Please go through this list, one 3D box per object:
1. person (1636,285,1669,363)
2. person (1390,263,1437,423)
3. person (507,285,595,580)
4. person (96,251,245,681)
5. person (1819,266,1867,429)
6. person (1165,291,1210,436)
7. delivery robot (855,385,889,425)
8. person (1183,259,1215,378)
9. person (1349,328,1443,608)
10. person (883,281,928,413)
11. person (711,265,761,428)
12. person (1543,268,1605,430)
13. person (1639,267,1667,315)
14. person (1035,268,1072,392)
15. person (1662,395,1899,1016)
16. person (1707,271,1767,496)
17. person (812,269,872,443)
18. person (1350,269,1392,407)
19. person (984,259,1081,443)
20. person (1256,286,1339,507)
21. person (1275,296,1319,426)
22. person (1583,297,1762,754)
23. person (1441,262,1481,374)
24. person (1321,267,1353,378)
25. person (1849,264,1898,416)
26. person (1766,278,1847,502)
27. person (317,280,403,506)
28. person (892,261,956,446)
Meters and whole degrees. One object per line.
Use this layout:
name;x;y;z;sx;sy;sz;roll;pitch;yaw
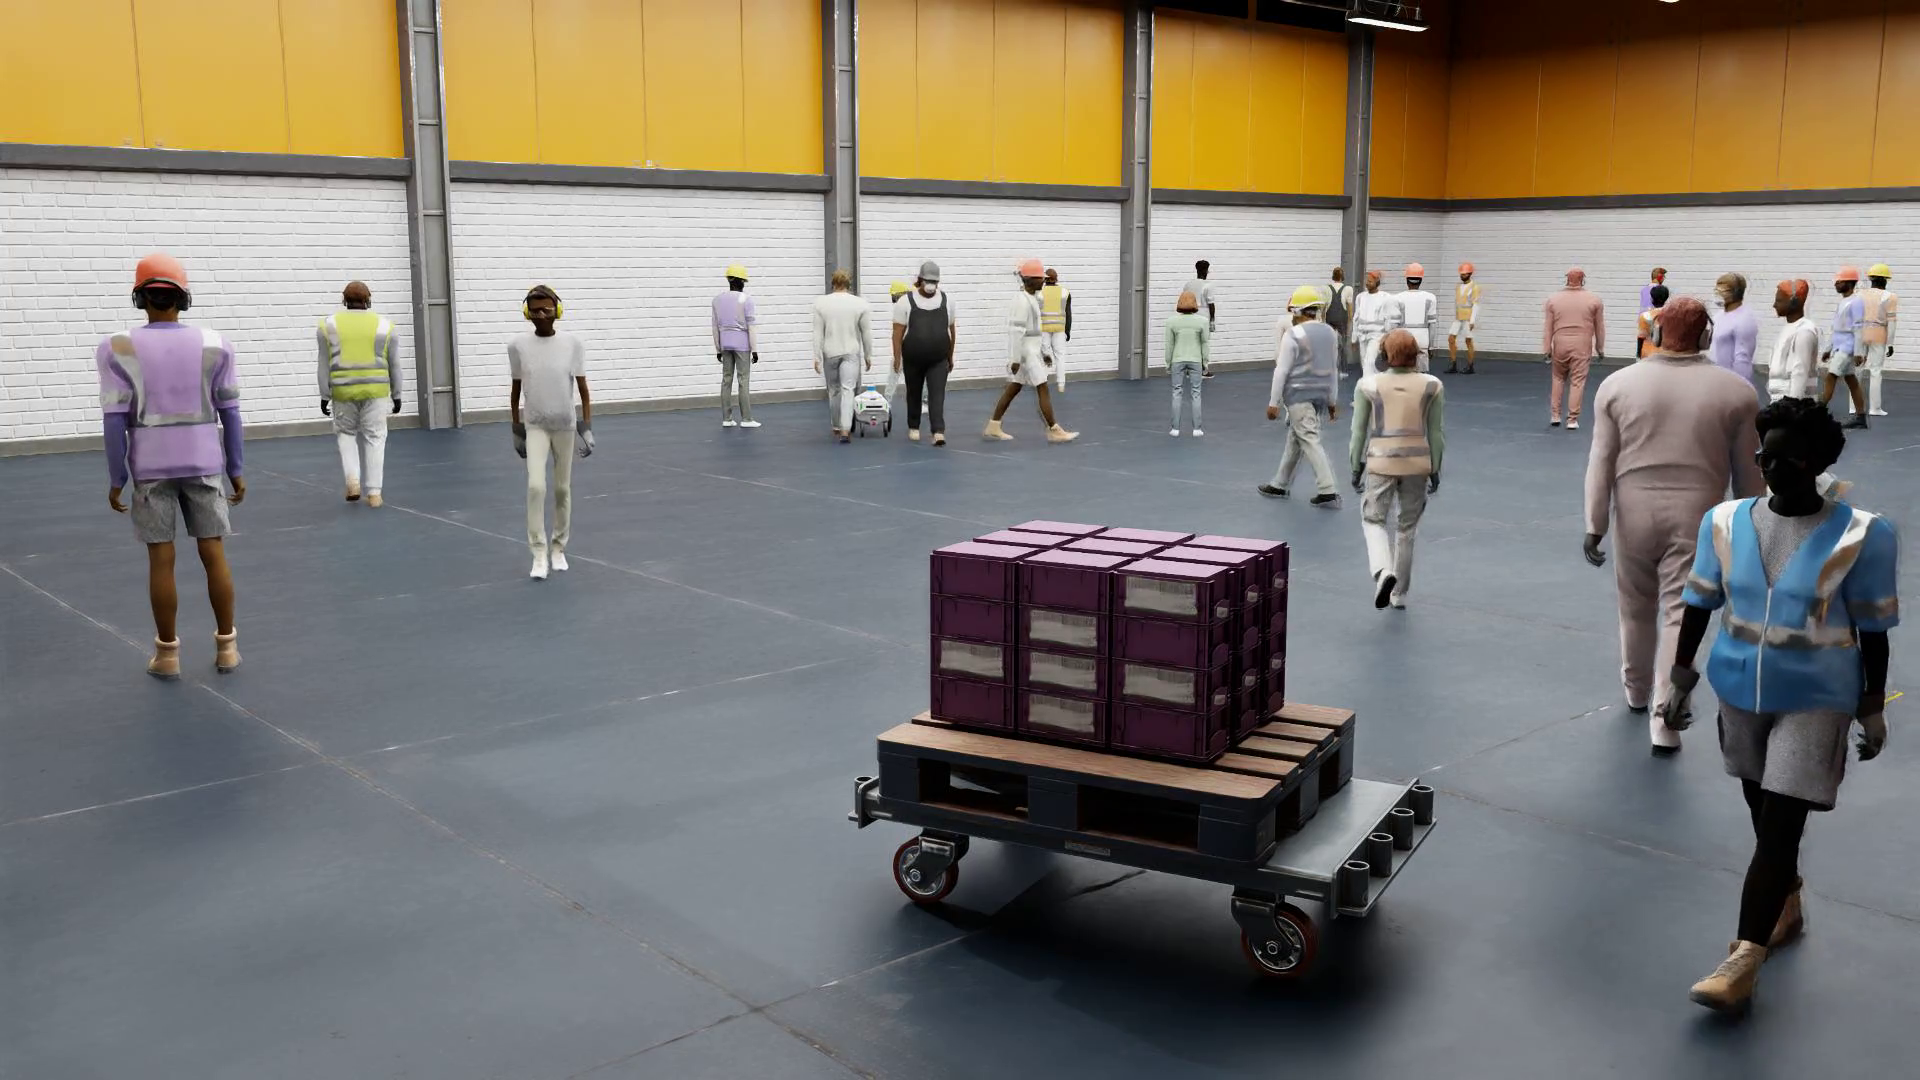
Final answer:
person;8.305;-2.189;19.773;0.543;1.684;0.581;1;10;3
person;5.437;-2.354;20.025;0.542;1.938;0.358;1;10;5
person;-2.568;-0.672;10.475;0.509;1.836;0.818;-3;10;-15
person;-3.767;-0.350;7.985;0.614;2.040;0.391;-6;12;-33
person;10.258;-2.249;19.522;0.943;1.892;0.564;2;10;14
person;2.550;-1.976;18.691;0.500;1.636;0.286;1;10;9
delivery robot;-1.006;-1.513;18.869;0.477;0.478;0.707;-1;10;-8
person;3.981;-3.665;27.615;0.614;1.963;0.362;9;13;42
person;2.474;-0.378;9.392;0.526;1.626;0.552;1;10;5
person;-0.754;-2.462;21.340;0.893;1.683;0.517;-6;11;-31
person;-2.639;-2.278;19.638;0.584;1.918;0.381;4;11;24
person;7.241;-2.249;19.593;0.667;1.881;0.778;5;11;28
person;11.149;-3.459;26.782;0.390;1.838;0.563;-2;10;-14
person;1.348;-3.116;24.774;0.634;1.839;0.429;-1;10;-5
person;2.250;0.423;4.601;0.888;1.644;0.547;-8;12;-39
person;6.208;-1.188;13.319;0.779;1.916;0.635;1;10;7
person;-1.291;-2.021;18.229;0.649;1.894;1.024;-1;10;-3
person;5.601;-2.736;22.515;0.873;1.856;0.585;-8;12;-37
person;0.750;-2.030;18.011;1.069;1.992;0.614;1;10;6
person;2.795;-1.171;13.555;0.611;1.786;0.924;-8;12;-39
person;3.933;-2.084;19.389;0.504;1.616;0.519;0;10;2
person;3.002;-0.086;7.013;0.667;1.851;0.997;5;11;26
person;8.562;-3.777;28.428;0.734;1.909;0.564;-5;11;-29
person;6.250;-3.598;27.584;0.517;1.842;0.325;3;10;16
person;11.573;-2.536;21.126;0.384;1.923;0.590;-7;12;-37
person;6.230;-0.996;12.300;0.659;1.864;0.587;3;10;15
person;-4.857;-1.185;13.507;0.650;1.822;0.519;-3;10;-19
person;-0.382;-2.054;17.968;0.703;2.000;1.077;-1;10;-8
